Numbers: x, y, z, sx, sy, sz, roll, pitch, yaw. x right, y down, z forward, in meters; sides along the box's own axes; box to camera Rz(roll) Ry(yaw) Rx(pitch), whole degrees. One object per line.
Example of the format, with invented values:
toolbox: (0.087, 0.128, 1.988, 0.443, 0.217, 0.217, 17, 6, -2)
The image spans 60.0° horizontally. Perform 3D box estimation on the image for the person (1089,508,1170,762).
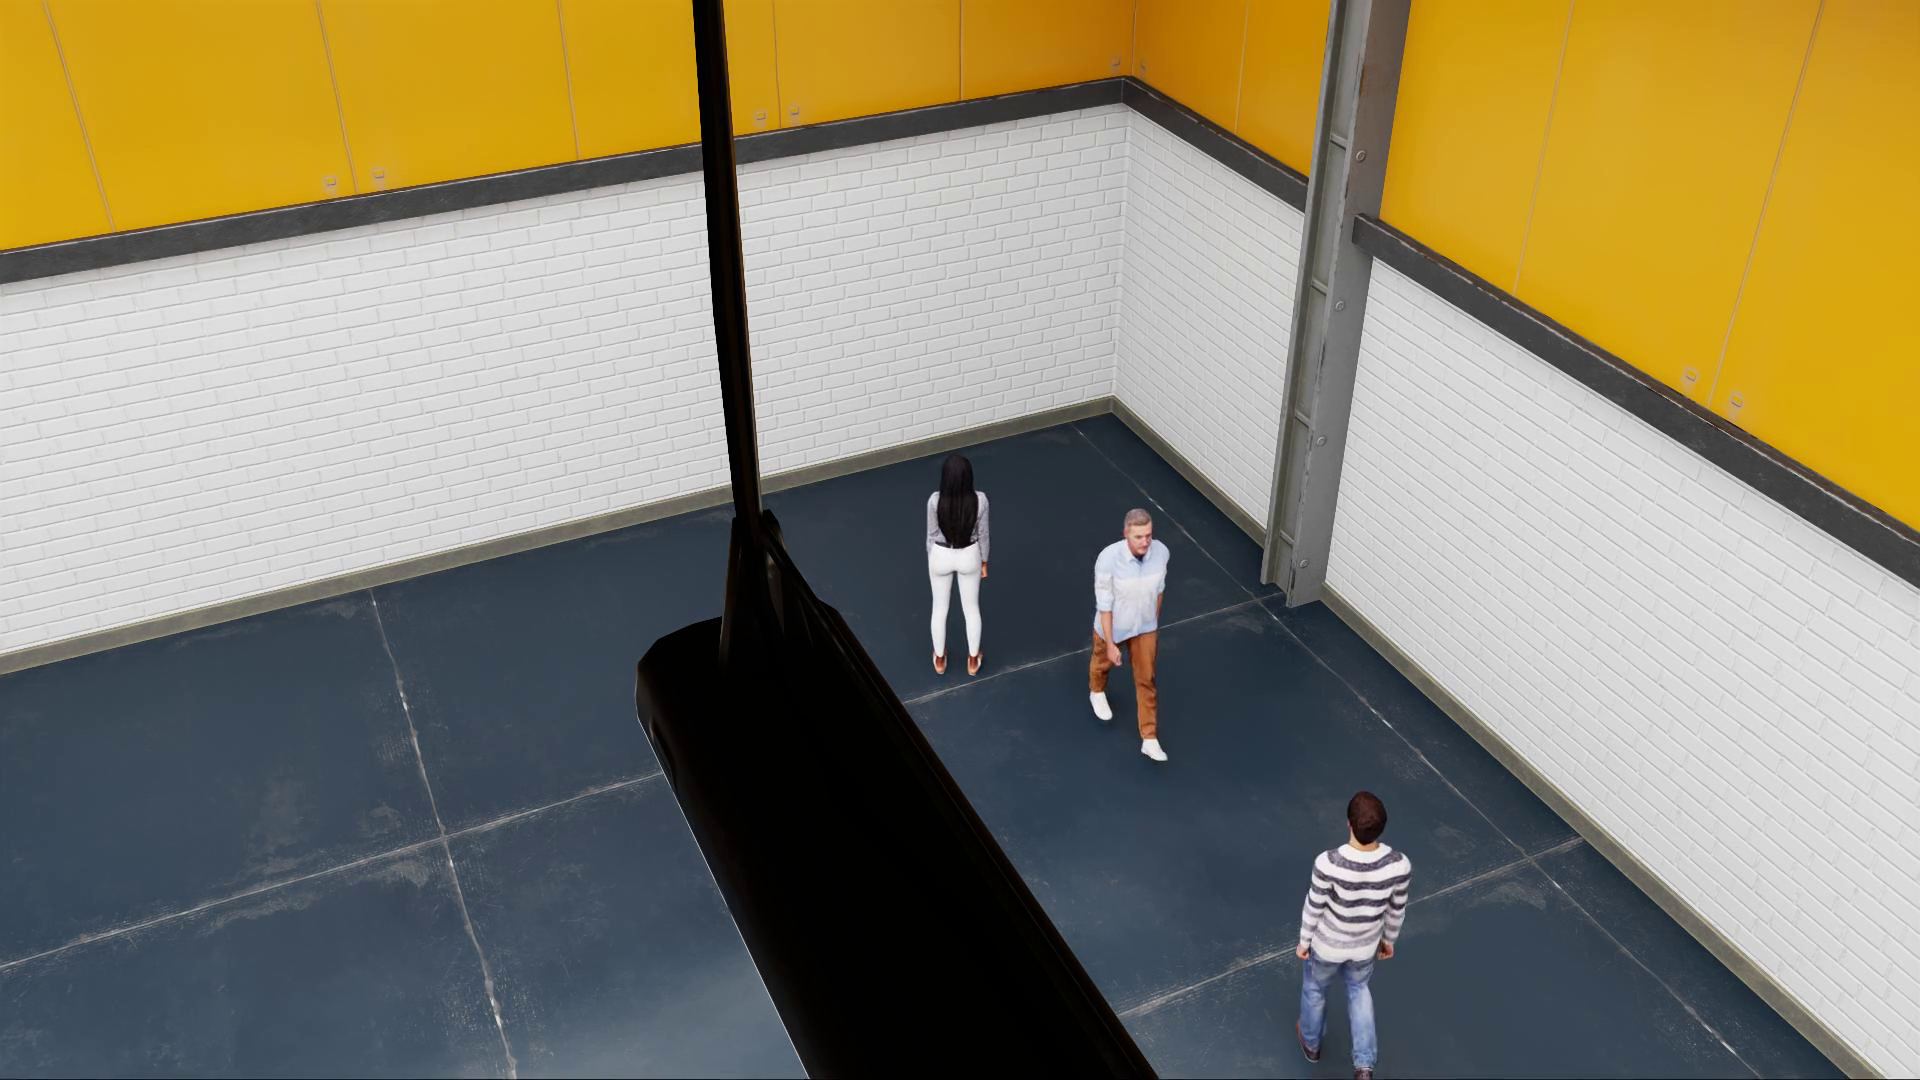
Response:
person: (1.038, 0.505, 10.766, 0.785, 1.777, 1.181, -11, 35, -15)

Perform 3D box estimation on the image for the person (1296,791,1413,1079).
person: (1.959, 2.075, 8.352, 0.858, 1.836, 1.013, -2, 34, -3)

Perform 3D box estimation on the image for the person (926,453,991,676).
person: (-0.028, 0.164, 11.329, 0.653, 1.724, 0.642, -2, 34, -3)
